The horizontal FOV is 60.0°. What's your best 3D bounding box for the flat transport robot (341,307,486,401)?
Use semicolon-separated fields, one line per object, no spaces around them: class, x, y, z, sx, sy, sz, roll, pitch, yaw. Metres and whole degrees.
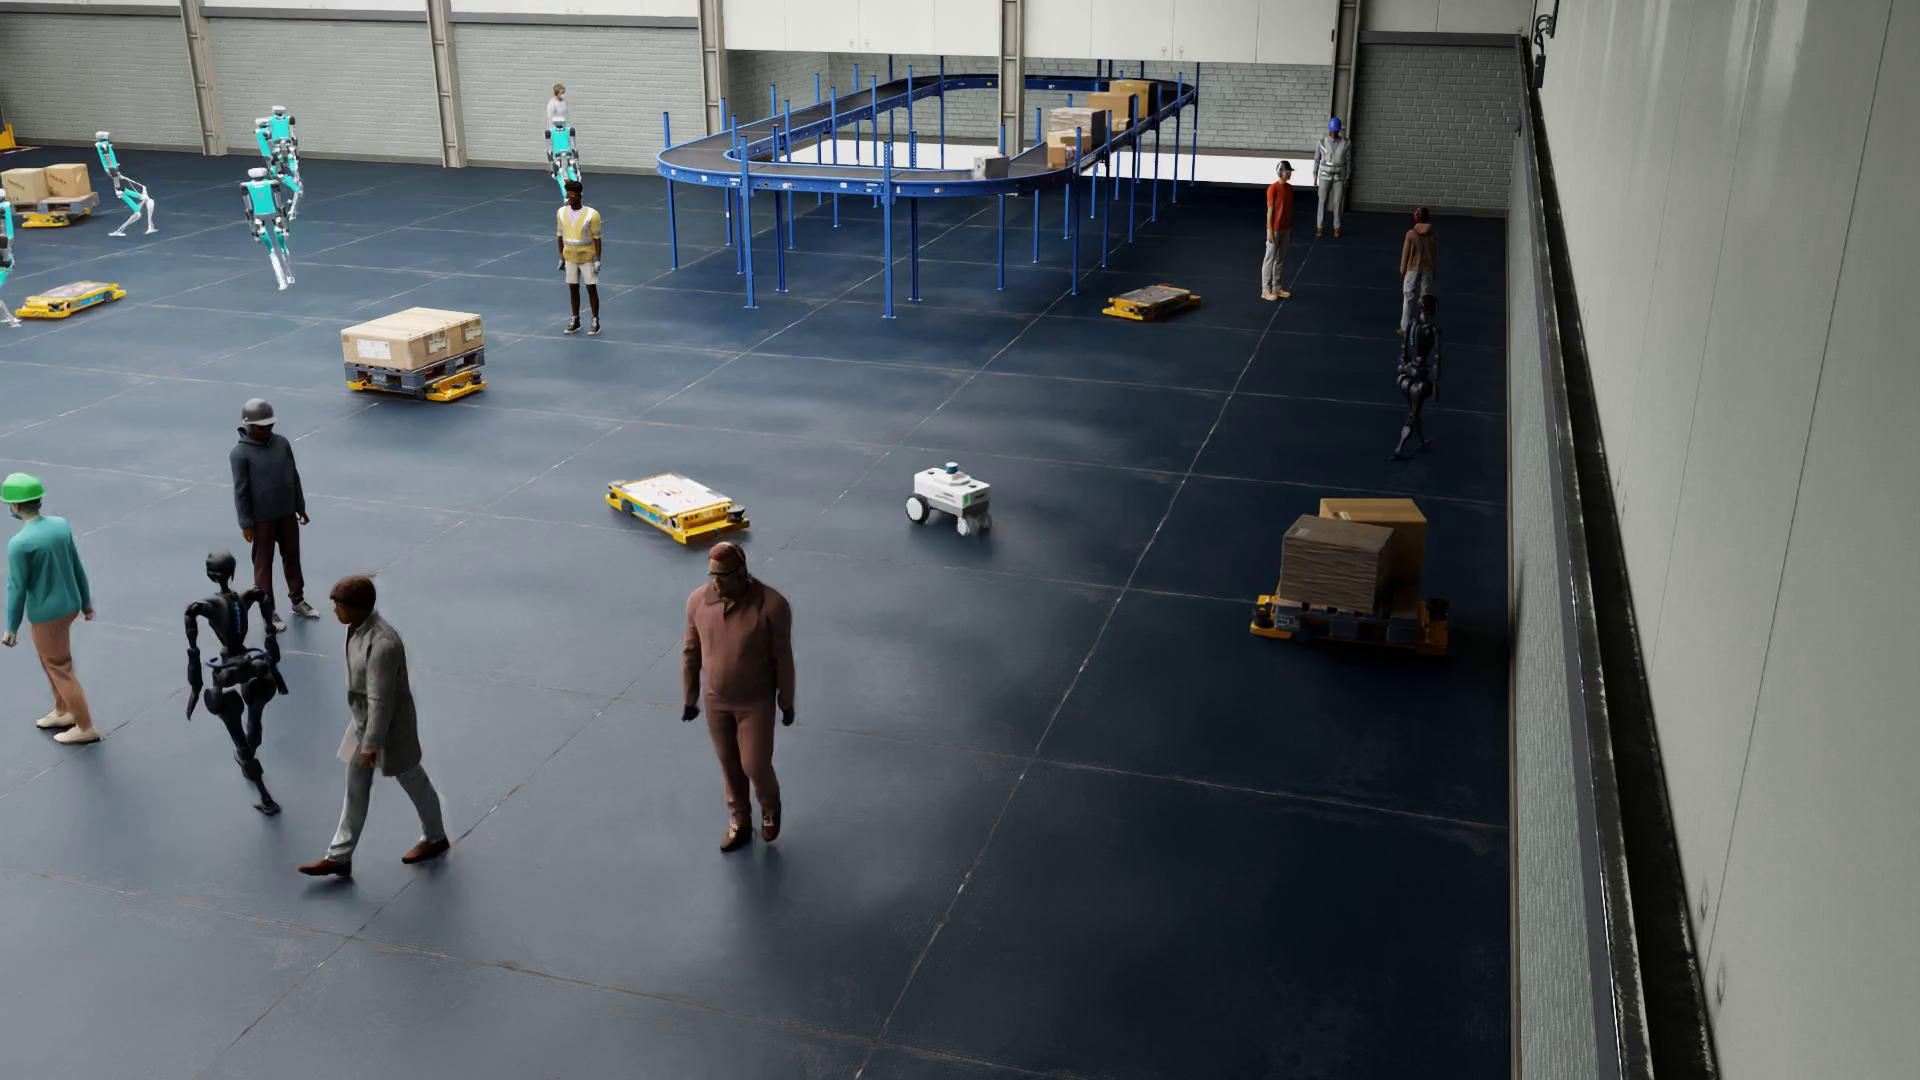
flat transport robot;-6.164;-1.812;18.878;1.431;0.231;0.659;9;23;22

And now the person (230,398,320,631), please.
person;-5.202;-0.209;12.587;0.380;1.805;0.552;15;25;33

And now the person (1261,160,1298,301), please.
person;4.438;-4.287;23.018;0.475;1.913;0.386;-17;27;-38

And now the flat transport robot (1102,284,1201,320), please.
flat transport robot;2.609;-3.217;22.523;0.659;0.231;1.431;17;27;37

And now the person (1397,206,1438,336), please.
person;5.807;-3.393;21.060;0.465;1.647;0.330;0;21;0

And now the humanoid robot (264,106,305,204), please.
humanoid robot;-12.152;-6.900;30.043;0.540;1.804;0.660;-15;26;-33

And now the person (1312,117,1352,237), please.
person;6.106;-5.962;27.331;0.620;1.935;0.409;2;21;5

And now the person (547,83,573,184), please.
person;-7.800;-7.901;32.371;0.535;1.924;0.645;6;22;15

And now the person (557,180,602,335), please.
person;-4.834;-3.590;21.134;0.601;1.965;0.368;5;22;13

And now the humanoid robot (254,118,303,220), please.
humanoid robot;-11.698;-6.423;28.815;0.827;1.778;0.543;-18;27;-38

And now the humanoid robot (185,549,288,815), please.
humanoid robot;-4.432;0.833;10.107;0.740;1.631;0.610;17;27;37

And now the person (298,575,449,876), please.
person;-3.335;1.072;9.275;0.515;1.795;0.888;20;28;41

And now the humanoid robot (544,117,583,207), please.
humanoid robot;-6.742;-6.291;28.524;0.553;1.843;0.758;-10;23;-24

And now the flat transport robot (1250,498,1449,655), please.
flat transport robot;2.962;0.598;12.627;1.431;0.231;0.659;6;22;15

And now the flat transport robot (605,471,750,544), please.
flat transport robot;-2.559;-0.304;14.966;0.659;0.231;1.431;-17;27;-36

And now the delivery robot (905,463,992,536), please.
delivery robot;-0.074;-0.402;14.783;0.739;0.566;0.499;20;28;41

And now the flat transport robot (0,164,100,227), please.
flat transport robot;-15.631;-5.615;28.741;0.659;0.231;1.431;-3;21;-8

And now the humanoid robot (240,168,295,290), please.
humanoid robot;-9.797;-4.425;23.711;0.545;1.836;0.896;-4;21;-9

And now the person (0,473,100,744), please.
person;-6.003;0.455;10.792;0.637;1.850;0.566;3;21;7

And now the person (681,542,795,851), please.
person;-1.289;0.908;9.563;0.680;1.893;0.451;7;22;17

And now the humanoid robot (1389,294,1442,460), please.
humanoid robot;4.570;-1.620;16.448;0.688;1.629;0.591;-9;23;-23

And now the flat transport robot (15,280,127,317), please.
flat transport robot;-12.130;-3.288;22.705;0.659;0.231;1.431;3;21;9

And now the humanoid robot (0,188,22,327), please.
humanoid robot;-12.527;-3.604;21.537;0.665;1.838;0.540;-9;23;-23

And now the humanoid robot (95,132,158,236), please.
humanoid robot;-13.590;-5.831;27.288;0.951;1.740;0.563;-11;24;-26
